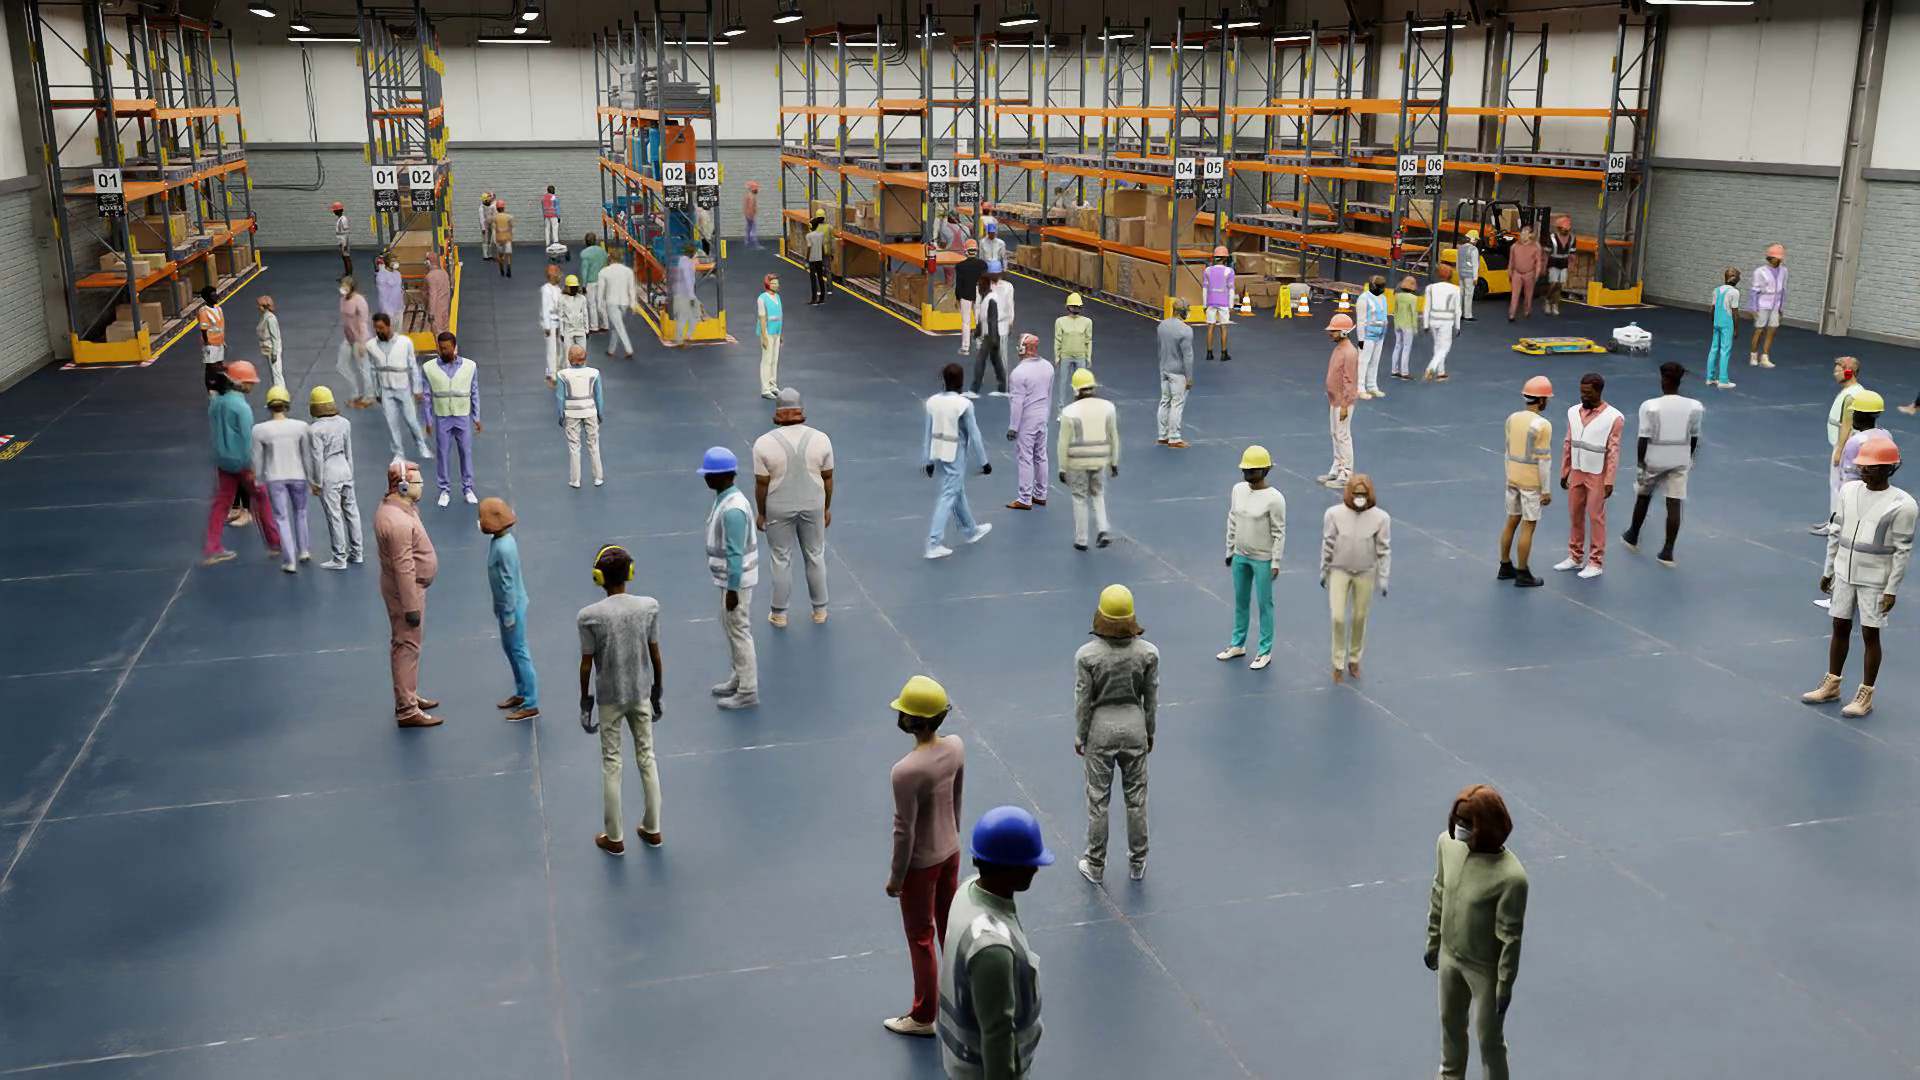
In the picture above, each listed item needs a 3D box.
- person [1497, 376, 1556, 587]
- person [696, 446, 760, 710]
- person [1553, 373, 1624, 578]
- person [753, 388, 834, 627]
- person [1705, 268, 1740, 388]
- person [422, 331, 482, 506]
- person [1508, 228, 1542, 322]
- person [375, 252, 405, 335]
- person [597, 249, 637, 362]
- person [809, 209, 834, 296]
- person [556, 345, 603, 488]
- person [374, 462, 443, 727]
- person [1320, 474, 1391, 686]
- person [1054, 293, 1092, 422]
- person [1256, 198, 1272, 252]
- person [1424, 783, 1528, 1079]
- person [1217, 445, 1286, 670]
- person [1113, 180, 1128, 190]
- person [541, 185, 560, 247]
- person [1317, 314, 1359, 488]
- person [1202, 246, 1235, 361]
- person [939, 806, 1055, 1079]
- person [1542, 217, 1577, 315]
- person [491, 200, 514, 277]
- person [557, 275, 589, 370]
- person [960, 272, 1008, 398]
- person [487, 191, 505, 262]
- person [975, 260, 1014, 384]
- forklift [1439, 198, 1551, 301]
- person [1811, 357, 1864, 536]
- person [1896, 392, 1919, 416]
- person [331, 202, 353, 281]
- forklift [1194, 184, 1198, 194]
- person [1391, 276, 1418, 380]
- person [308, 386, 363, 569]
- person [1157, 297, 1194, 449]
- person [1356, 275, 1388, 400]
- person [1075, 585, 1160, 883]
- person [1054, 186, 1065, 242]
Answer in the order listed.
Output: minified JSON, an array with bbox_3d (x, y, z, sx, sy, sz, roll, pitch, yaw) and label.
[{"bbox_3d":[5.190,-0.532,15.165,0.382,1.931,0.542,-5,16,-18],"label":"person"},{"bbox_3d":[-1.682,0.267,12.137,0.429,1.937,0.628,-4,15,-14],"label":"person"},{"bbox_3d":[5.870,-0.616,15.518,0.399,1.909,0.599,-9,17,-29],"label":"person"},{"bbox_3d":[-1.414,-0.288,14.021,0.674,2.000,0.535,-4,15,-15],"label":"person"},{"bbox_3d":[11.771,-3.261,25.594,0.345,1.840,0.504,-5,16,-19],"label":"person"},{"bbox_3d":[-5.551,-1.336,18.200,0.594,1.917,0.373,-5,16,-20],"label":"person"},{"bbox_3d":[11.291,-5.319,33.307,0.638,1.858,0.999,7,16,24],"label":"person"},{"bbox_3d":[-9.329,-3.756,27.298,0.377,1.931,0.627,4,15,13],"label":"person"},{"bbox_3d":[-5.810,-3.980,28.246,0.649,1.885,1.018,-12,19,-39],"label":"person"},{"bbox_3d":[-3.123,-6.490,37.575,0.584,1.928,0.374,-6,16,-22],"label":"person"},{"bbox_3d":[-4.332,-1.407,18.998,0.517,1.639,0.314,-5,16,-19],"label":"person"},{"bbox_3d":[-3.896,0.379,11.793,0.395,1.900,0.647,-6,16,-22],"label":"person"},{"bbox_3d":[2.999,0.299,12.626,0.512,1.610,0.560,3,15,10],"label":"person"},{"bbox_3d":[1.555,-2.509,22.898,0.530,1.772,0.300,-1,15,-3],"label":"person"},{"bbox_3d":[8.265,-8.476,45.175,0.518,1.865,0.326,13,19,40],"label":"person"},{"bbox_3d":[2.158,1.786,7.020,0.286,1.625,0.496,-8,17,-27],"label":"person"},{"bbox_3d":[2.284,0.129,12.975,0.323,1.769,0.523,-12,19,-39],"label":"person"},{"bbox_3d":[4.998,-10.388,52.333,0.674,1.881,0.879,1,15,3],"label":"person"},{"bbox_3d":[-12.194,-9.661,49.700,0.624,1.835,0.431,7,17,26],"label":"person"},{"bbox_3d":[4.346,-1.593,19.047,0.395,1.989,0.619,-1,15,-3],"label":"person"},{"bbox_3d":[4.389,-4.013,28.242,0.546,1.934,0.376,7,16,24],"label":"person"},{"bbox_3d":[0.128,1.878,6.054,0.408,1.942,0.616,-2,15,-7],"label":"person"},{"bbox_3d":[12.277,-5.599,34.066,0.614,2.014,0.554,-1,15,-5],"label":"person"},{"bbox_3d":[-11.359,-7.486,41.364,0.546,1.915,0.773,-4,15,-16],"label":"person"},{"bbox_3d":[-5.928,-3.205,25.586,0.487,1.737,0.322,-11,18,-35],"label":"person"},{"bbox_3d":[0.347,-3.037,24.709,0.855,1.877,0.709,-1,15,-3],"label":"person"},{"bbox_3d":[-12.705,-8.554,45.417,0.397,1.898,0.636,-5,16,-19],"label":"person"},{"bbox_3d":[0.542,-3.383,25.874,0.602,1.939,0.418,-1,15,-4],"label":"person"},{"bbox_3d":[11.913,-6.508,37.130,2.313,2.155,1.214,-4,15,-15],"label":"forklift"},{"bbox_3d":[8.980,-0.944,16.886,0.394,1.836,0.571,8,17,27],"label":"person"},{"bbox_3d":[13.563,-2.507,23.105,0.531,1.644,0.807,-14,20,-43],"label":"person"},{"bbox_3d":[-14.933,-7.195,40.218,0.376,1.933,0.545,-9,17,-31],"label":"person"},{"bbox_3d":[7.392,-11.333,53.972,1.873,2.768,1.129,-4,15,-15],"label":"forklift"},{"bbox_3d":[7.069,-3.367,26.411,0.278,1.628,0.502,-7,16,-24],"label":"person"},{"bbox_3d":[-5.946,-0.592,15.738,0.312,1.741,0.487,6,16,23],"label":"person"},{"bbox_3d":[2.738,-2.107,21.094,0.383,1.929,0.634,-9,17,-30],"label":"person"},{"bbox_3d":[6.111,-3.006,24.655,0.622,1.836,0.430,-12,19,-39],"label":"person"},{"bbox_3d":[0.876,1.092,9.396,0.486,1.746,0.290,-2,15,-8],"label":"person"},{"bbox_3d":[2.998,-9.696,49.881,0.494,1.800,0.556,7,16,24],"label":"person"}]
